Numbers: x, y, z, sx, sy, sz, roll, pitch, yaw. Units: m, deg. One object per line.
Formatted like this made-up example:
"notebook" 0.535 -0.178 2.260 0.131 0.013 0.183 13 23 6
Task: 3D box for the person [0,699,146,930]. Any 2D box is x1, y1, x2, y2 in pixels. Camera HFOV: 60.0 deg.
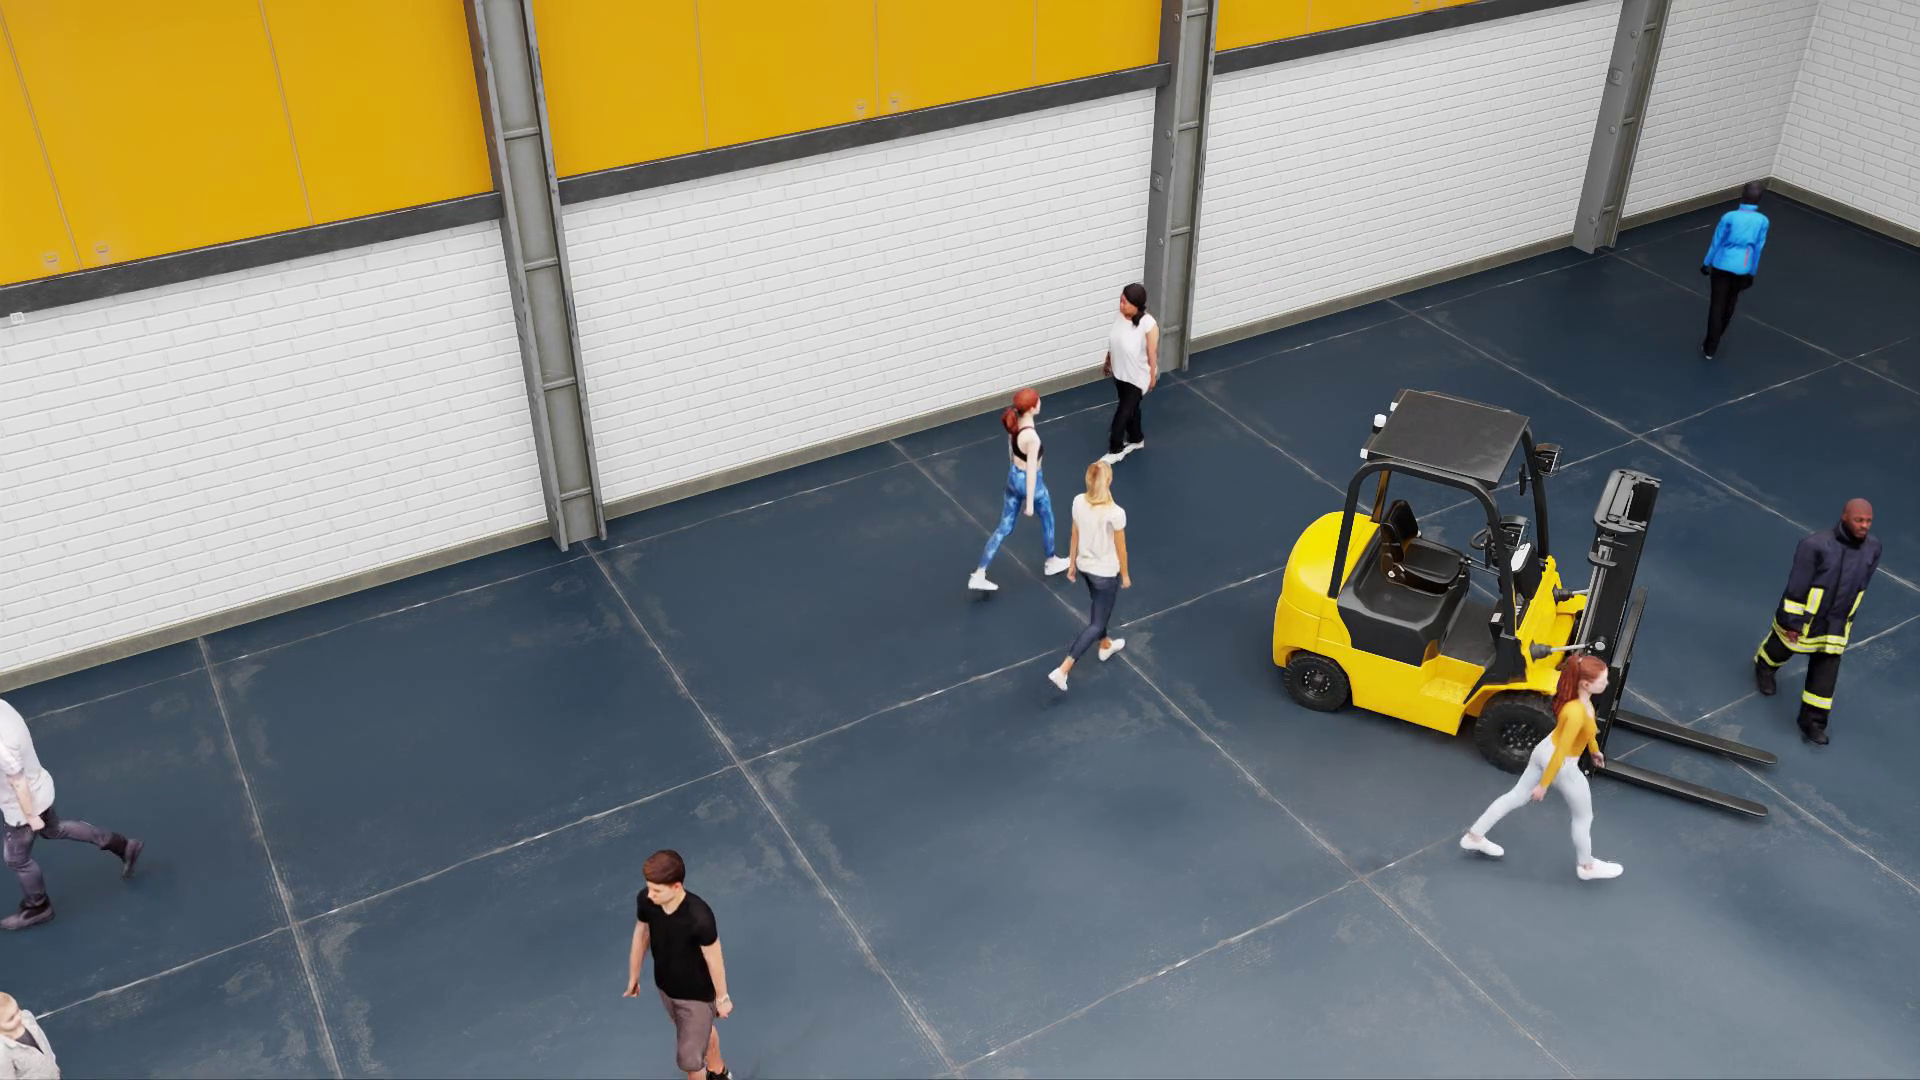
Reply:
"person" -5.498 1.523 9.955 1.135 1.809 0.726 -15 36 -21

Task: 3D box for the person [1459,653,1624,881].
"person" 3.576 1.396 10.247 1.228 1.697 1.079 5 34 8

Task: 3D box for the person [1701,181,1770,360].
"person" 7.511 -2.589 16.172 0.953 1.773 0.979 4 34 7

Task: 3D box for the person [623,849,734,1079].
"person" -1.369 2.286 8.772 0.897 1.848 0.982 22 39 29

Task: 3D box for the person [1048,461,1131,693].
"person" 0.930 0.282 11.845 1.187 1.782 0.777 -28 43 -35

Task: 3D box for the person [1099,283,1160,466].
"person" 1.554 -1.485 14.609 0.776 1.666 0.650 -16 37 -23

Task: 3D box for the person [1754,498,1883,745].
"person" 5.941 0.435 11.609 1.244 1.788 1.221 3 34 4

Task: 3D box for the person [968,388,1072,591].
"person" 0.414 -0.340 12.816 1.181 1.743 0.584 -19 38 -26
